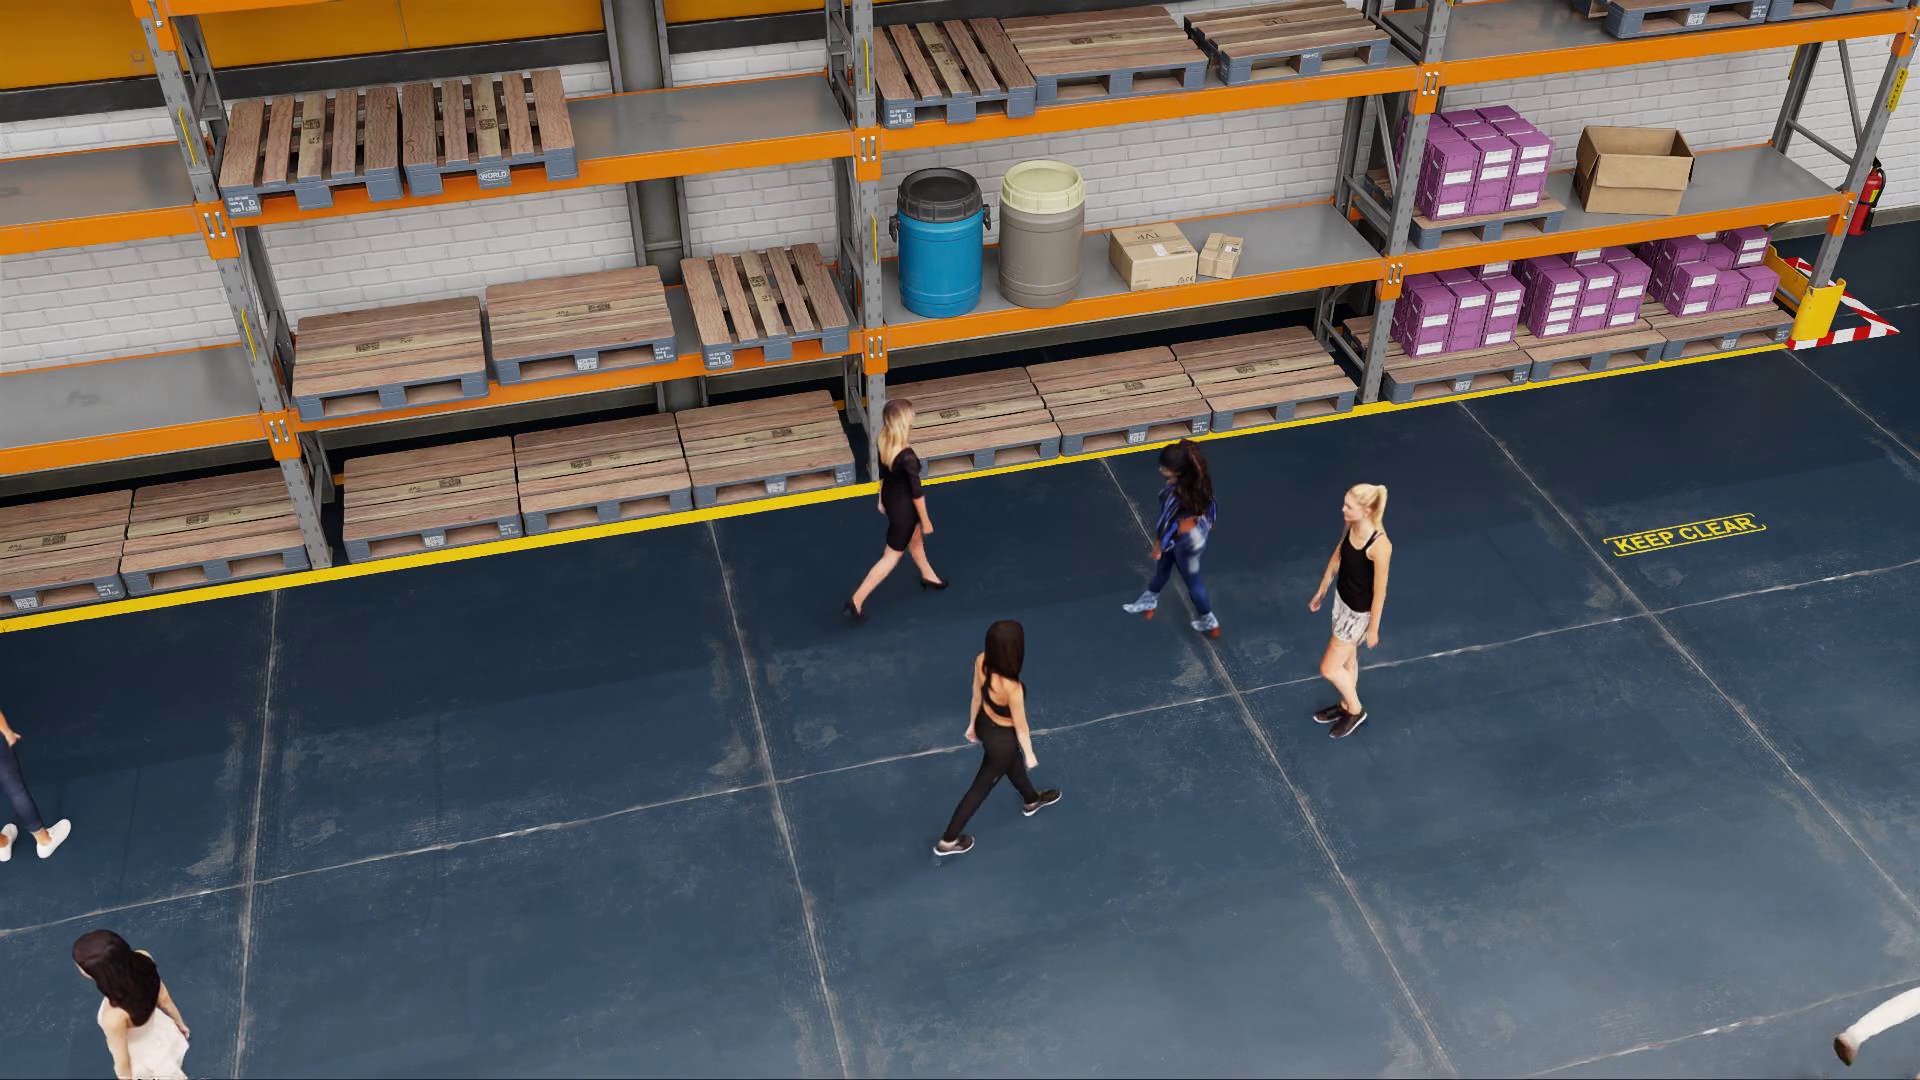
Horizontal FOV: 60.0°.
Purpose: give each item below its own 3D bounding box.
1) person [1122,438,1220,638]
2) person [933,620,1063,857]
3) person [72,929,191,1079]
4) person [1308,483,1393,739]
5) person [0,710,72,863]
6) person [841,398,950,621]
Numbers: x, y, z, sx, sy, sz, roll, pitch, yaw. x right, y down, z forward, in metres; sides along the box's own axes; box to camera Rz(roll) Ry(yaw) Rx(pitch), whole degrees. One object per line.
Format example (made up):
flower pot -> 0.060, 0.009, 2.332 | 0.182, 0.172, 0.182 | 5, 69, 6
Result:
person -> 1.497, 0.003, 10.609 | 1.015, 1.578, 0.918 | 20, 43, 24
person -> 0.142, 1.133, 9.173 | 1.159, 1.604, 0.774 | -21, 43, -24
person -> -3.574, 2.369, 7.539 | 0.943, 1.712, 0.726 | -1, 39, -1
person -> 2.439, 0.387, 9.925 | 0.586, 1.831, 0.618 | -10, 40, -13
person -> -5.415, 1.079, 9.076 | 0.524, 1.808, 0.702 | -2, 39, -2
person -> -0.450, -0.155, 10.756 | 1.103, 1.642, 0.723 | -18, 42, -21
